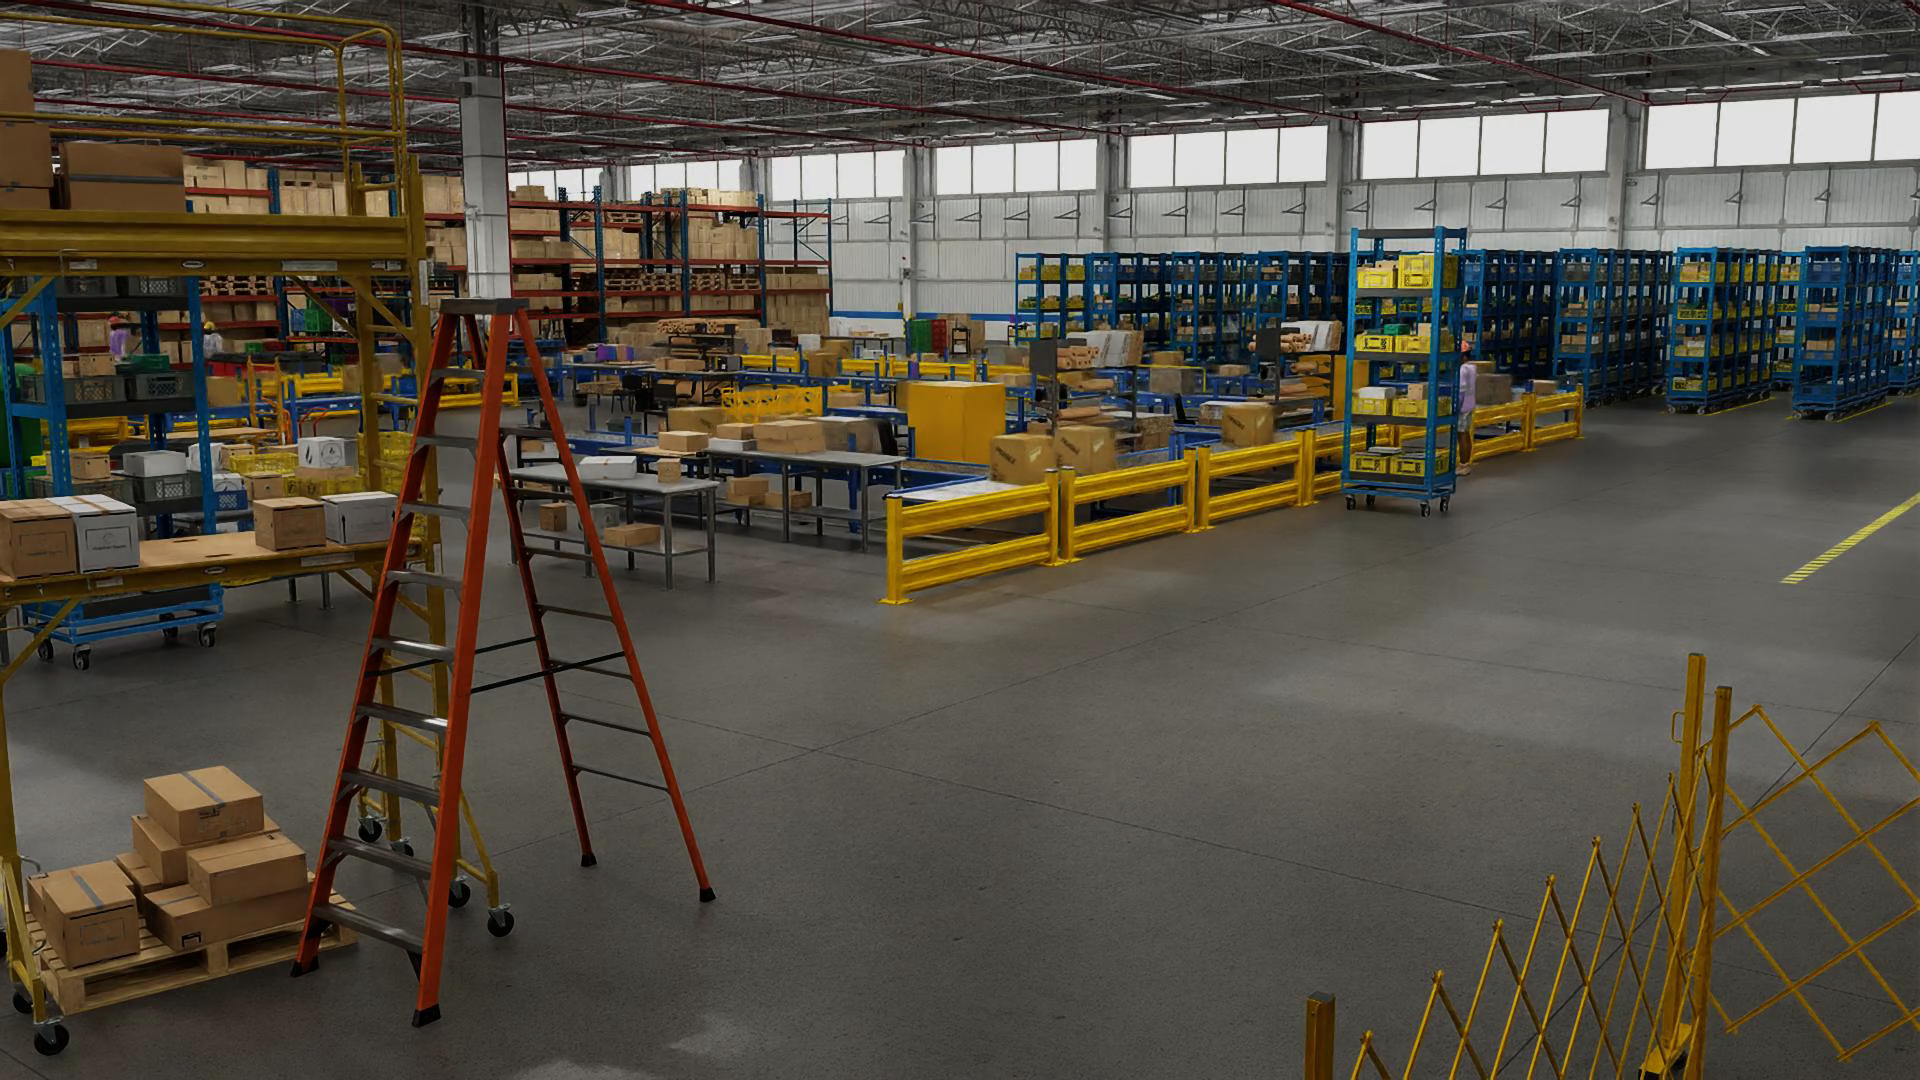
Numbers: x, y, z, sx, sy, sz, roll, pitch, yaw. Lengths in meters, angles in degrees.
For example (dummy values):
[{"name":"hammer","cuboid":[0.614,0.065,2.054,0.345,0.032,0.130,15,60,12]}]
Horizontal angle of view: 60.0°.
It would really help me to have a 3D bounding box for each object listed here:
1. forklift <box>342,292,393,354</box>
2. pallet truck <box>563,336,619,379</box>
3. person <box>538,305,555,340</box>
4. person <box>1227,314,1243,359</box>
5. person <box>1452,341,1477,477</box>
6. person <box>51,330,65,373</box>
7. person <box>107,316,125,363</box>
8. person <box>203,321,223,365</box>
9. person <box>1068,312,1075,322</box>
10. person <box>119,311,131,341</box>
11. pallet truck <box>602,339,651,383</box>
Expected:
[{"name":"forklift","cuboid":[-16.485,-5.622,45.120,1.129,2.768,1.873,7,11,37]},{"name":"pallet truck","cuboid":[-10.690,-5.294,48.215,1.601,1.201,0.680,-5,10,-26]},{"name":"person","cuboid":[-15.474,-7.854,62.276,0.633,1.845,0.429,0,9,2]},{"name":"person","cuboid":[8.310,-5.989,50.407,0.637,1.915,0.441,-8,12,-40]},{"name":"person","cuboid":[7.503,-1.964,24.923,0.391,2.034,0.605,6,11,32]},{"name":"person","cuboid":[-22.274,-4.338,40.884,0.532,1.674,0.728,5,10,30]},{"name":"person","cuboid":[-22.061,-4.902,43.607,0.568,1.922,0.684,6,11,34]},{"name":"person","cuboid":[-19.295,-4.711,42.778,0.602,1.812,0.600,5,11,30]},{"name":"person","cuboid":[3.499,-6.472,53.757,0.590,1.805,0.617,4,10,22]},{"name":"person","cuboid":[-27.899,-6.792,55.803,0.625,1.785,0.902,8,12,41]},{"name":"pallet truck","cuboid":[-8.991,-4.871,45.351,0.653,1.274,1.630,7,11,37]}]
